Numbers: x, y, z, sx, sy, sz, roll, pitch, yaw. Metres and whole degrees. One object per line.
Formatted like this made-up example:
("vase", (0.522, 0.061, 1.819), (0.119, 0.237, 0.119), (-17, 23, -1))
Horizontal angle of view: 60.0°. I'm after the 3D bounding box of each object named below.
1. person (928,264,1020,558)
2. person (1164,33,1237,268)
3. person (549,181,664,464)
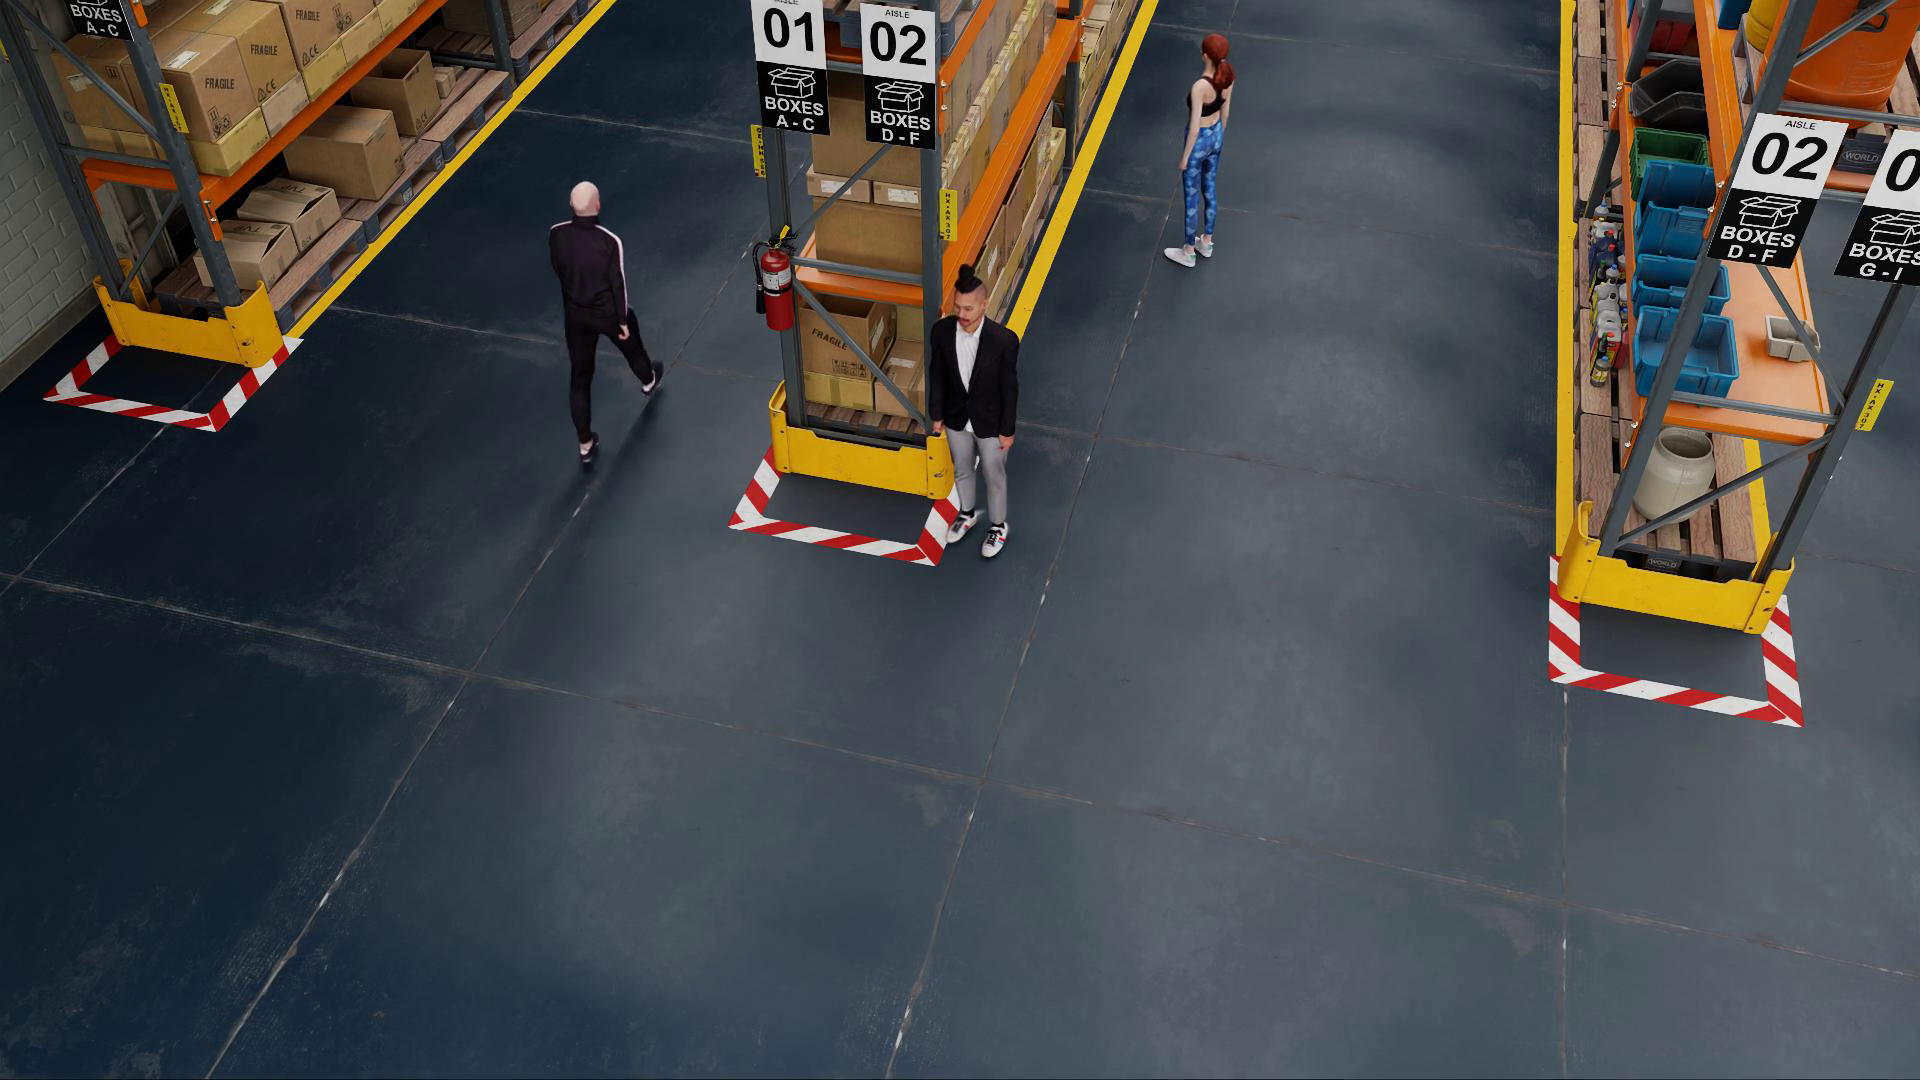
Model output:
("person", (0.098, -0.762, 9.627), (0.724, 1.953, 0.640), (15, 45, 16))
("person", (1.740, -2.792, 11.924), (0.673, 1.785, 0.747), (-30, 51, -28))
("person", (-2.293, -1.294, 10.335), (0.737, 1.764, 1.253), (6, 43, 7))
